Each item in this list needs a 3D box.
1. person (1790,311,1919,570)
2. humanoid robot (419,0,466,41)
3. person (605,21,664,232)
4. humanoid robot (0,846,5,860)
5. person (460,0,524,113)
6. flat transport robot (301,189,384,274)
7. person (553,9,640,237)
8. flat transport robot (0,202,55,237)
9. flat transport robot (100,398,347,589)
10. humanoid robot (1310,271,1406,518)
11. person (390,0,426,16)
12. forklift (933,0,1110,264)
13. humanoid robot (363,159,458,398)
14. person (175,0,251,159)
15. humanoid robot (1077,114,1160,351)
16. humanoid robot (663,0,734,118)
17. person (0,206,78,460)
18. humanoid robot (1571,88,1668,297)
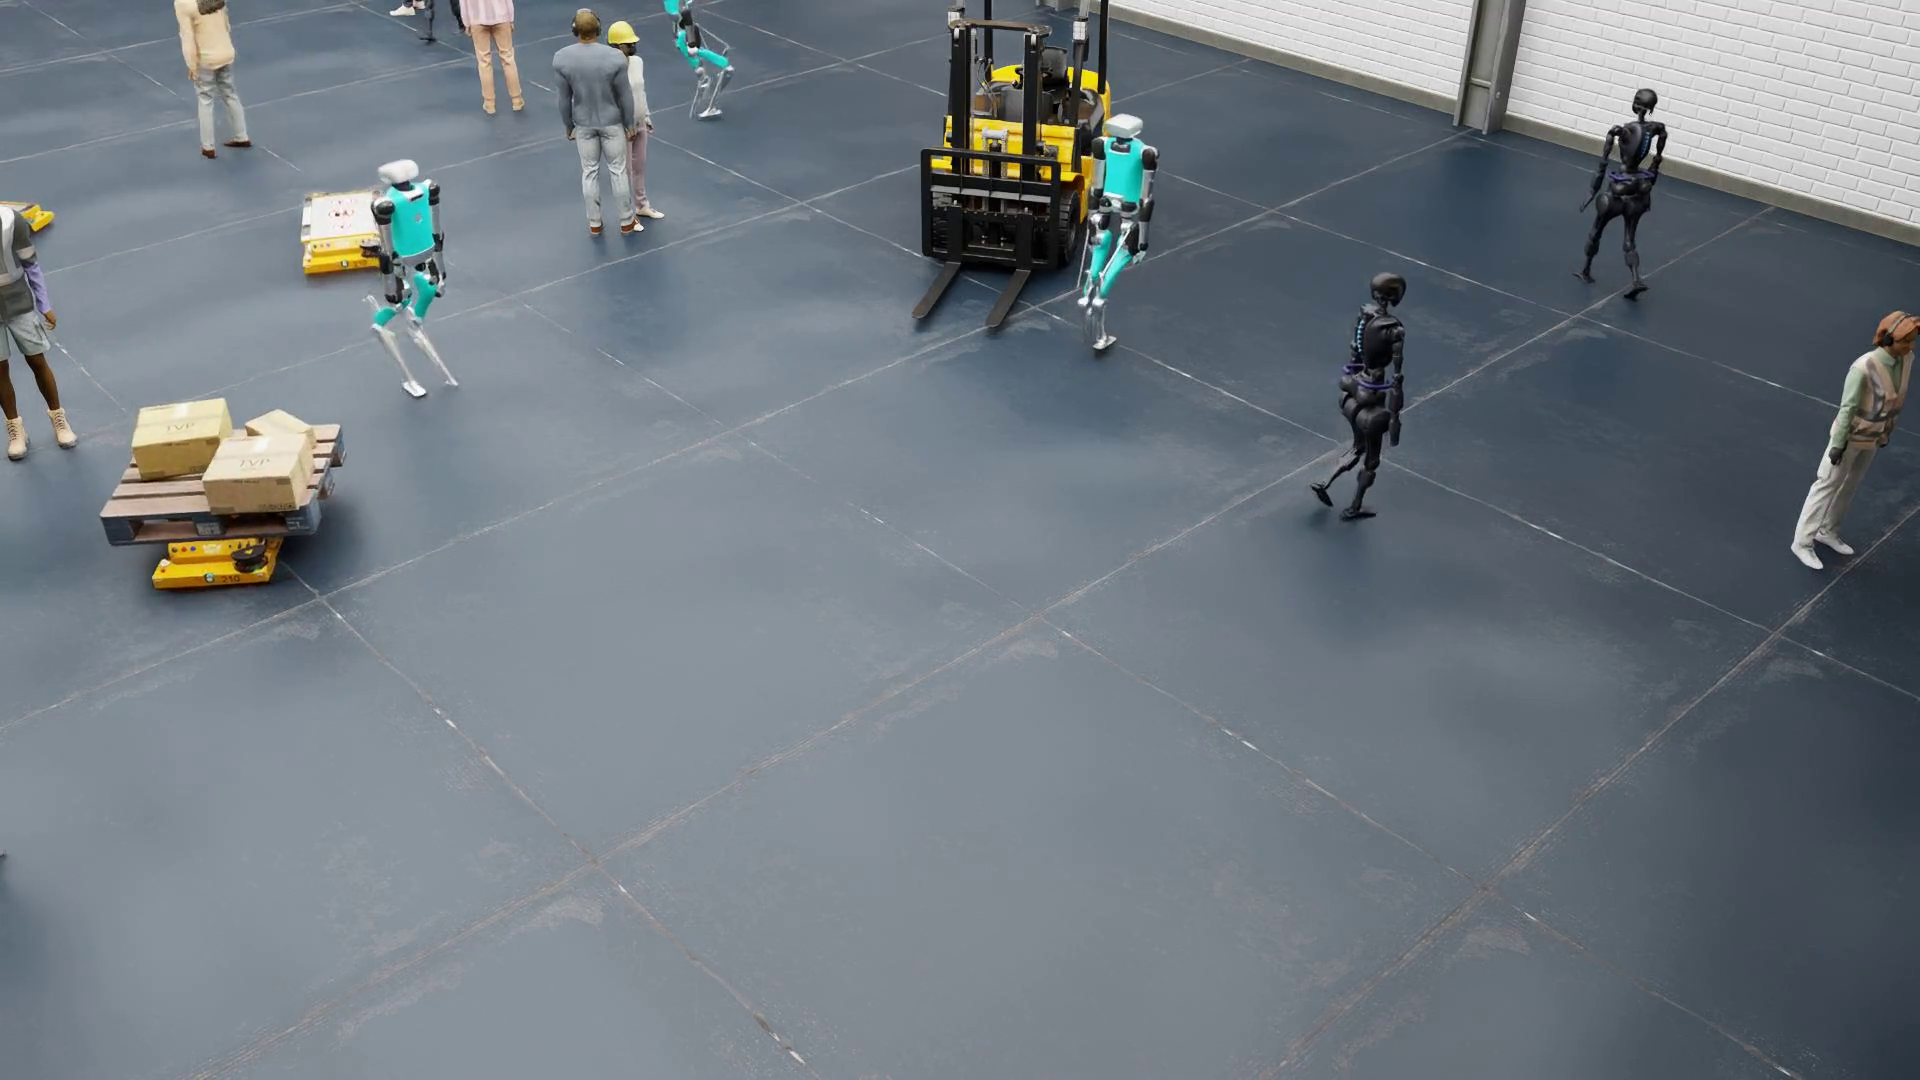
[{"bbox_3d":[5.315,-0.598,9.836,0.521,1.636,0.308,-18,37,-25],"label":"person"},{"bbox_3d":[-5.989,-6.534,18.963,0.603,1.626,0.752,10,34,14],"label":"humanoid robot"},{"bbox_3d":[-2.819,-3.549,14.252,0.301,1.772,0.528,14,36,21],"label":"person"},{"bbox_3d":[-4.793,0.863,7.559,0.610,1.638,0.473,-19,38,-27],"label":"humanoid robot"},{"bbox_3d":[-4.751,-5.210,16.791,0.522,1.784,0.406,-9,34,-14],"label":"person"},{"bbox_3d":[-5.284,-2.673,14.282,0.659,0.231,1.431,-9,34,-14],"label":"flat transport robot"},{"bbox_3d":[-3.042,-3.506,14.033,0.634,1.939,0.367,-1,33,-1],"label":"person"},{"bbox_3d":[-8.425,-2.549,14.091,0.659,0.231,1.431,5,33,8],"label":"flat transport robot"},{"bbox_3d":[-4.541,-0.179,10.448,0.659,0.231,1.431,-3,33,-5],"label":"flat transport robot"},{"bbox_3d":[2.491,-0.868,10.212,0.417,1.639,0.585,-11,35,-16],"label":"humanoid robot"},{"bbox_3d":[-6.728,-7.229,19.831,0.442,1.858,0.796,6,33,8],"label":"person"},{"bbox_3d":[0.570,-3.725,14.138,1.214,2.155,2.313,9,34,13],"label":"forklift"},{"bbox_3d":[-3.924,-1.821,11.630,0.707,1.784,0.538,19,37,26],"label":"humanoid robot"},{"bbox_3d":[-7.104,-4.576,15.752,0.460,1.864,0.579,17,37,25],"label":"person"},{"bbox_3d":[1.045,-2.106,12.148,0.540,1.875,0.747,22,39,30],"label":"humanoid robot"},{"bbox_3d":[-2.579,-4.991,16.572,0.774,1.847,0.542,-16,36,-23],"label":"humanoid robot"},{"bbox_3d":[-6.266,-1.506,10.863,0.604,2.045,0.375,-16,36,-23],"label":"person"},{"bbox_3d":[5.252,-2.730,13.110,0.591,1.639,0.706,-8,34,-12],"label":"humanoid robot"}]
